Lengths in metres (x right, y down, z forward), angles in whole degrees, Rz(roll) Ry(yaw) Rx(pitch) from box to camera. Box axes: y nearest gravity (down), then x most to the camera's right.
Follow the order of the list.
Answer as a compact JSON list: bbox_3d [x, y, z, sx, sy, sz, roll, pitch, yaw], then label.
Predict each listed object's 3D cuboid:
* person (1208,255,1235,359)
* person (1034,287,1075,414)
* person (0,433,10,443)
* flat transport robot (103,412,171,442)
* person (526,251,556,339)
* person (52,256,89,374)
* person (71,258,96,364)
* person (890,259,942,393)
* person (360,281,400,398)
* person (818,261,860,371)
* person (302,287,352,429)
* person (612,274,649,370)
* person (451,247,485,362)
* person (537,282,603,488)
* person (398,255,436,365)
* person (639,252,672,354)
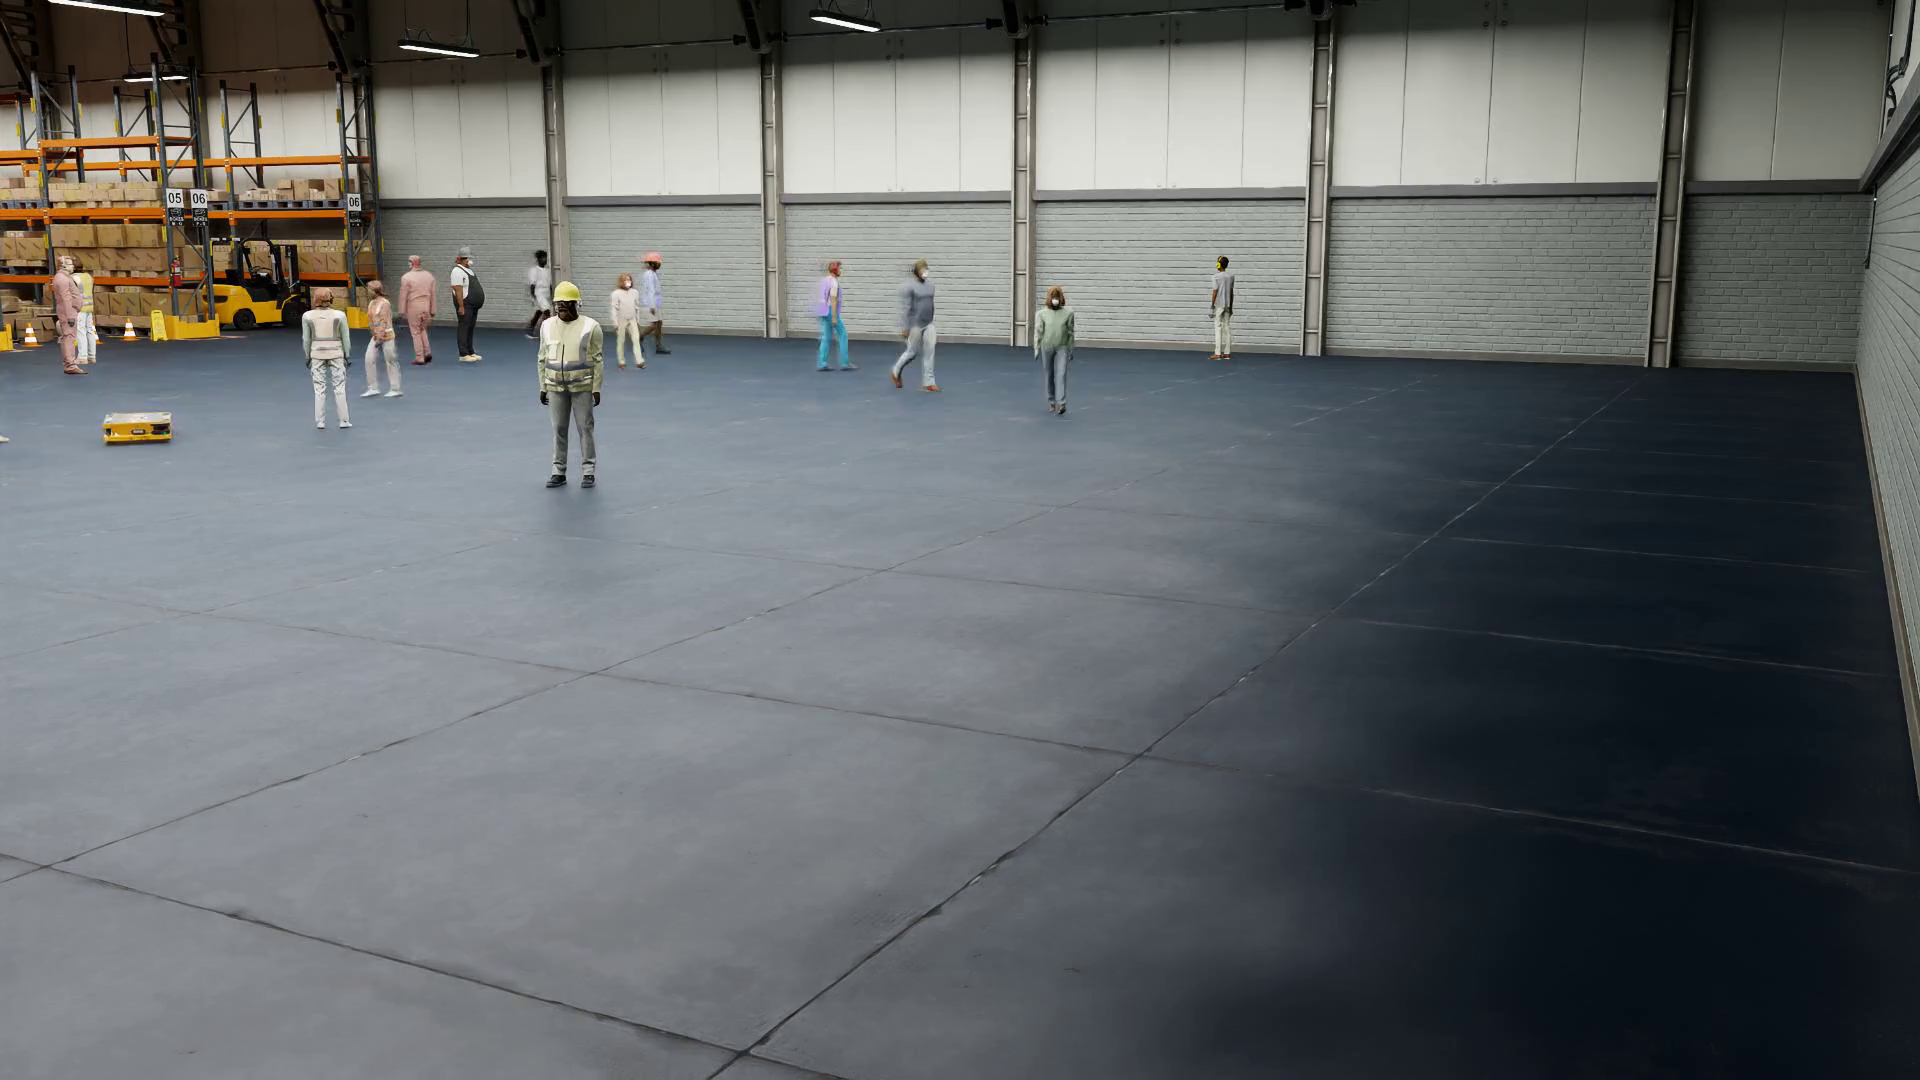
[{"bbox_3d":[4.732,-4.205,30.130,0.515,1.876,0.328,-6,12,-31],"label":"person"},{"bbox_3d":[1.188,-2.383,20.968,0.518,1.579,0.868,0,10,0],"label":"person"},{"bbox_3d":[-10.715,-1.871,17.954,0.770,1.669,0.539,4,11,19],"label":"person"},{"bbox_3d":[-9.135,-1.267,18.482,0.652,0.197,1.431,-5,11,-25],"label":"flat transport robot"},{"bbox_3d":[-9.037,-5.284,35.926,0.994,1.913,0.619,3,11,16],"label":"person"},{"bbox_3d":[-14.426,-3.639,26.951,0.407,1.910,0.638,-7,12,-33],"label":"person"},{"bbox_3d":[-15.407,-4.001,29.105,0.429,1.844,0.627,1,10,4],"label":"person"},{"bbox_3d":[-0.637,-3.076,23.889,0.863,1.913,0.636,10,14,43],"label":"person"},{"bbox_3d":[-8.052,-2.758,22.957,0.513,1.614,0.638,9,13,39],"label":"person"},{"bbox_3d":[-2.003,-3.694,27.483,0.806,1.812,0.607,-4,11,-21],"label":"person"},{"bbox_3d":[-7.338,-2.101,19.296,0.523,1.638,0.308,-2,11,-13],"label":"person"},{"bbox_3d":[-5.487,-3.609,27.601,0.530,1.596,0.811,-8,13,-37],"label":"person"},{"bbox_3d":[-8.772,-4.214,29.720,0.538,2.000,0.690,0,10,1],"label":"person"},{"bbox_3d":[-3.473,-1.376,14.816,0.590,1.833,0.404,1,10,5],"label":"person"},{"bbox_3d":[-9.466,-3.988,28.909,0.475,1.893,0.653,7,12,32],"label":"person"},{"bbox_3d":[-5.811,-4.449,31.320,0.619,1.925,0.566,0,10,-2],"label":"person"}]
